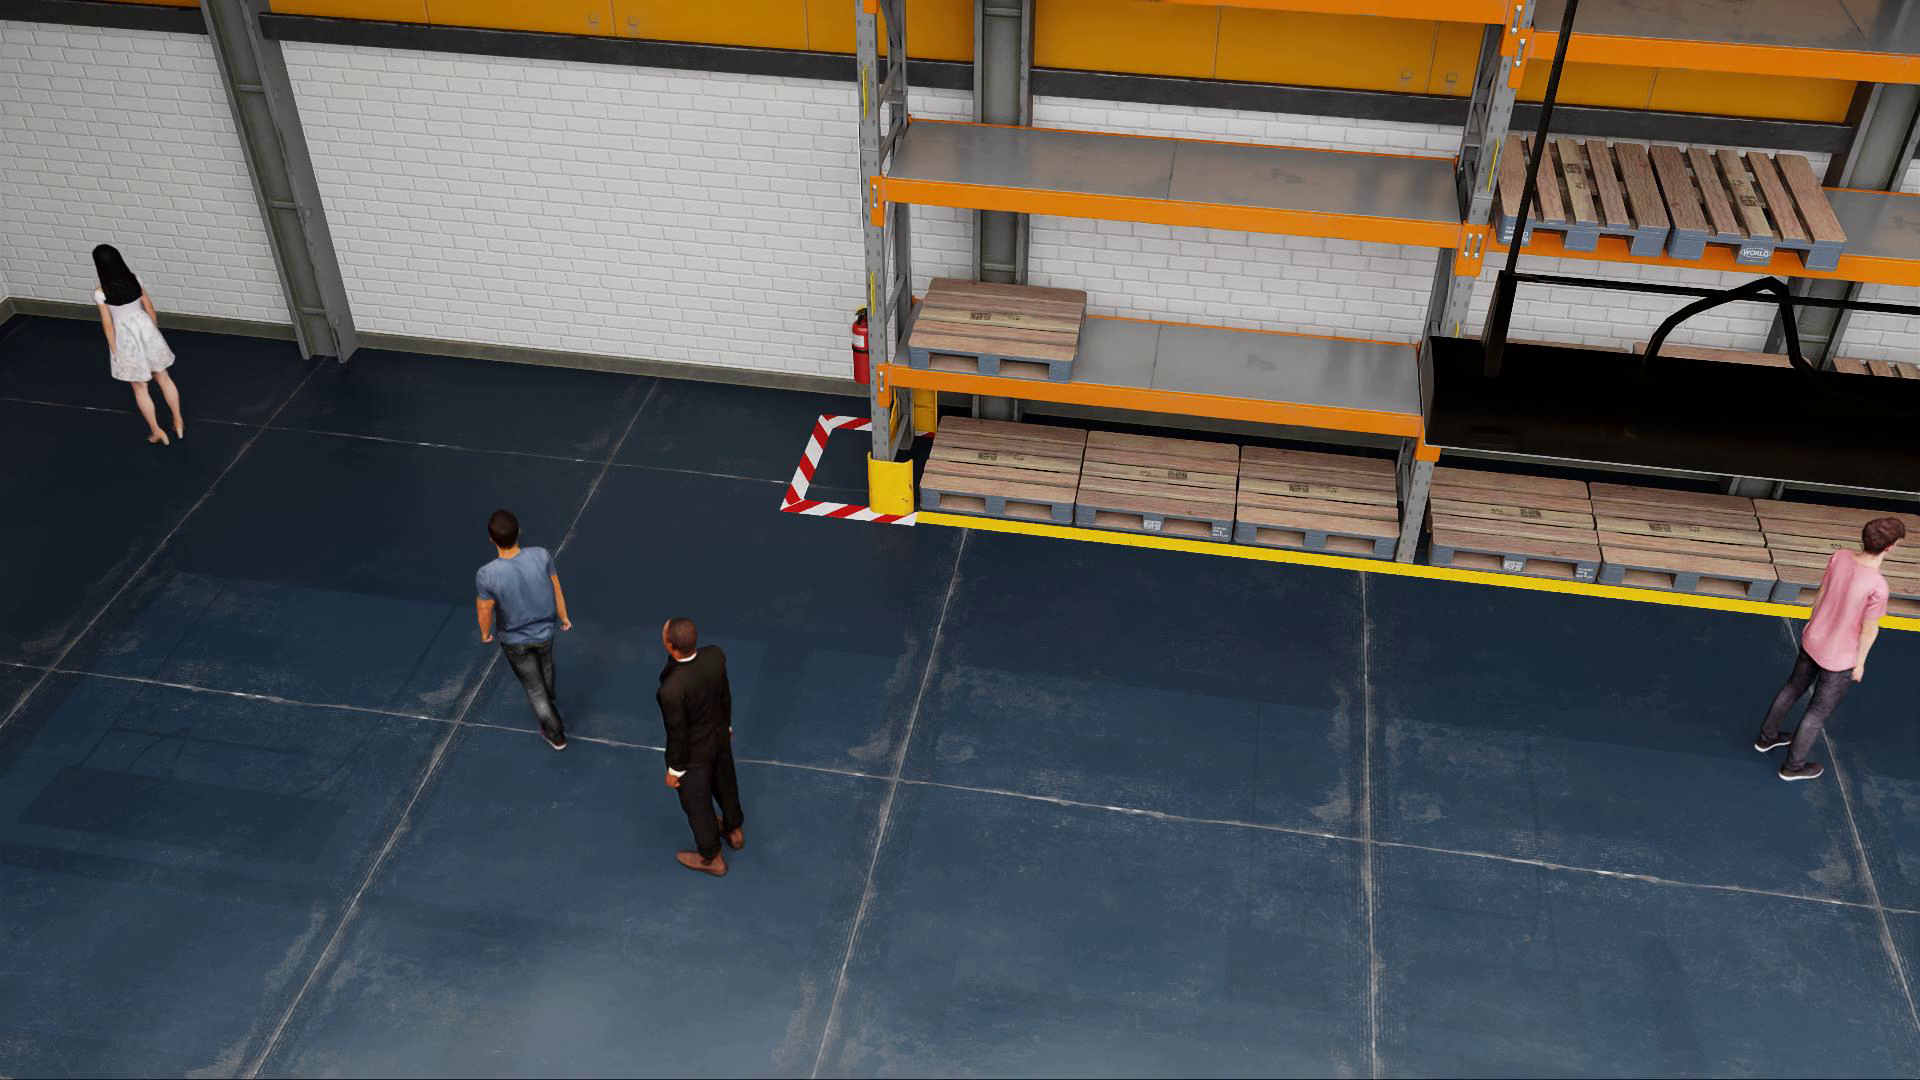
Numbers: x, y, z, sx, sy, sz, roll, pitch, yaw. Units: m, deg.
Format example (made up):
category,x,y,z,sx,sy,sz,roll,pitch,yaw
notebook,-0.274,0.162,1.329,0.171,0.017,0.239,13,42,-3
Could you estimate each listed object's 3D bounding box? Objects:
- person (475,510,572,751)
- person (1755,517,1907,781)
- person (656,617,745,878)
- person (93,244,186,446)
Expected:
category,x,y,z,sx,sy,sz,roll,pitch,yaw
person,-2.685,0.617,10.470,0.973,1.792,1.033,-24,44,-27
person,5.374,0.663,10.282,0.695,1.957,0.705,-10,40,-12
person,-1.512,1.189,9.664,0.757,1.904,0.773,22,44,25
person,-6.504,-1.541,13.195,0.791,1.764,0.764,28,46,30
